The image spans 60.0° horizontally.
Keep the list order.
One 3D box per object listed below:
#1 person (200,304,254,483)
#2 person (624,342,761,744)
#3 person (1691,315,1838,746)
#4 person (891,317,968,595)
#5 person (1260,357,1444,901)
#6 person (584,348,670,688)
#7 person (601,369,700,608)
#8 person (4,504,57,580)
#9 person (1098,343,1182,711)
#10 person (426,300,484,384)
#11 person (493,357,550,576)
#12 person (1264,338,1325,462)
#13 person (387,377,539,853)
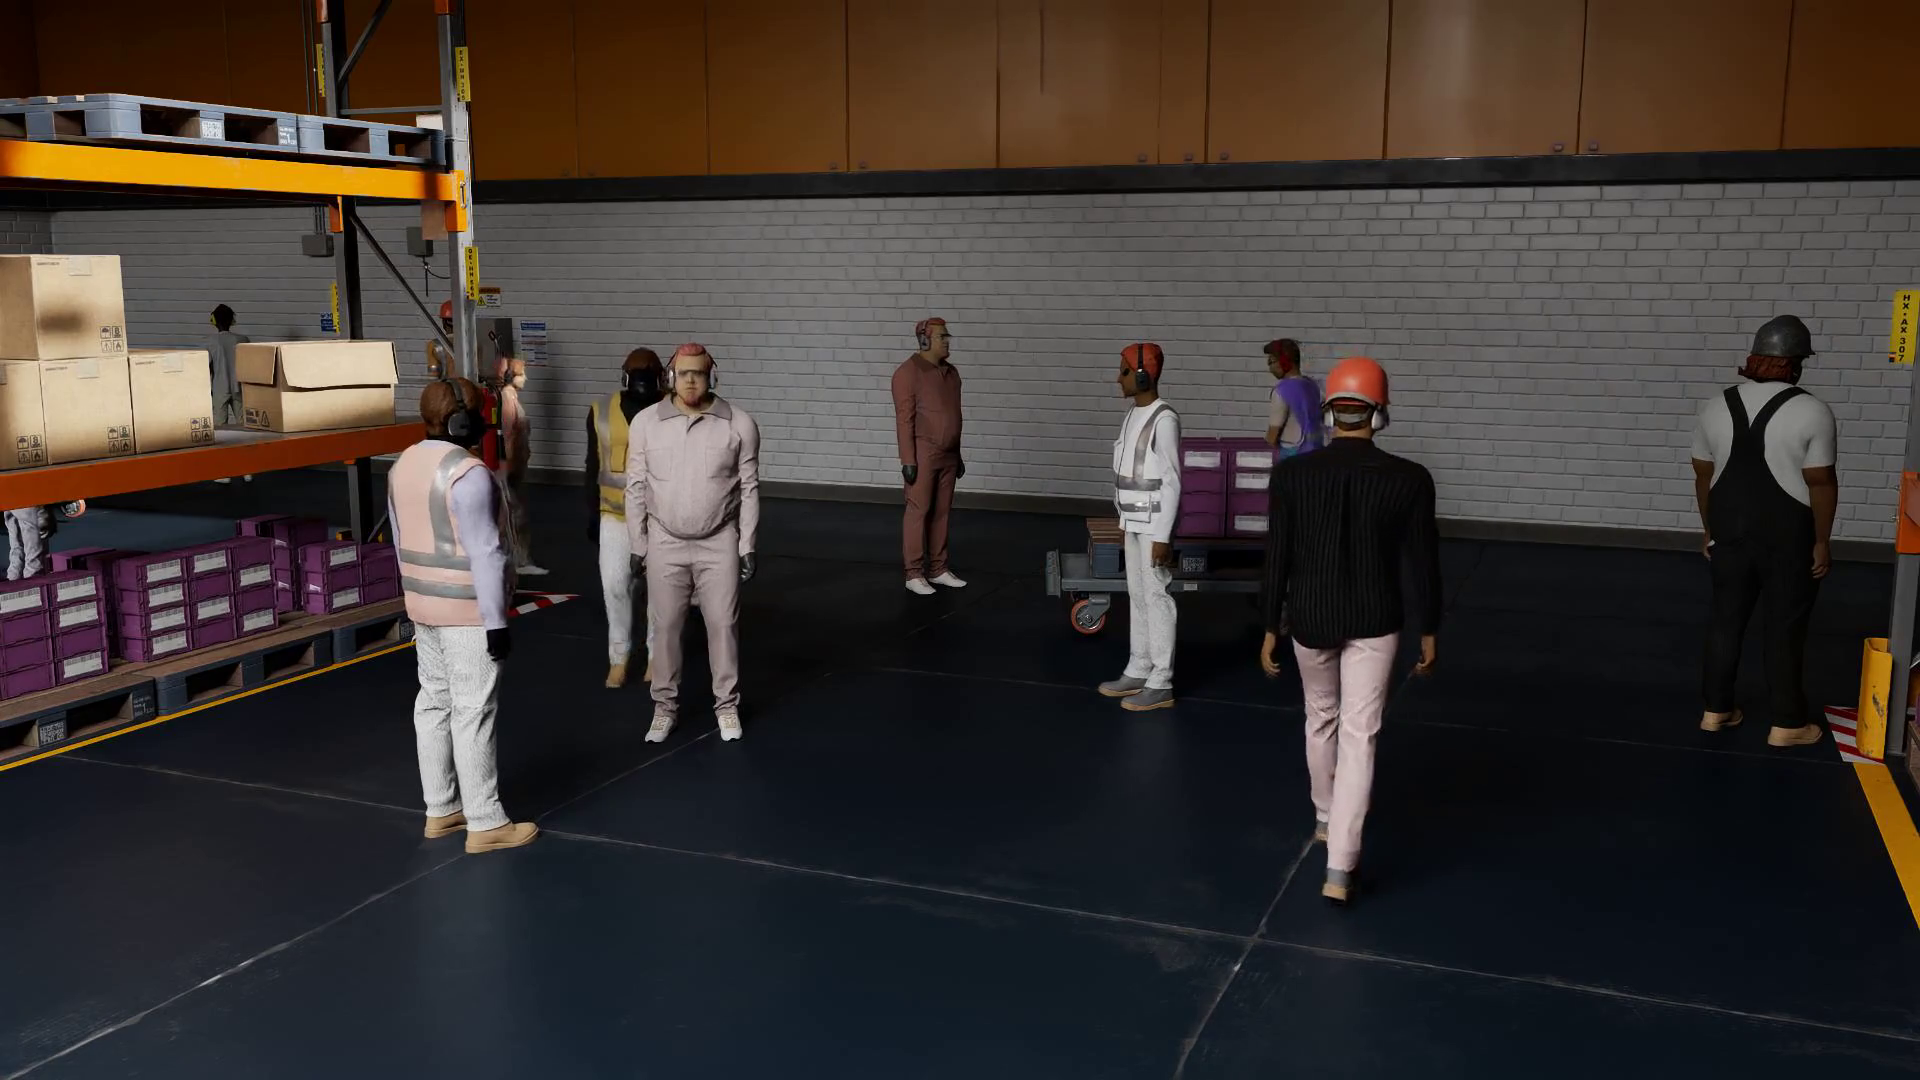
[{"bbox_3d":[-7.663,-1.527,17.416,0.524,1.871,0.325,-8,12,-39],"label":"person"},{"bbox_3d":[-1.268,0.019,7.924,0.643,1.912,0.410,-1,9,-5],"label":"person"},{"bbox_3d":[3.886,-0.054,7.971,0.536,2.000,0.676,-7,11,-35],"label":"person"},{"bbox_3d":[-0.182,-0.586,11.588,0.408,1.913,0.642,7,12,36],"label":"person"},{"bbox_3d":[1.444,0.299,6.154,0.649,1.944,1.039,4,10,21],"label":"person"},{"bbox_3d":[-1.696,-0.109,8.928,0.662,1.828,0.617,-1,9,-4],"label":"person"},{"bbox_3d":[-2.036,-0.351,11.103,0.838,1.597,0.539,6,11,34],"label":"person"},{"bbox_3d":[-5.268,-0.206,9.411,0.517,1.871,0.325,7,12,38],"label":"person"},{"bbox_3d":[0.951,-0.069,8.537,0.362,1.883,0.575,-2,10,-13],"label":"person"},{"bbox_3d":[-4.855,-1.331,16.022,0.545,1.938,0.355,-7,12,-36],"label":"person"},{"bbox_3d":[-3.318,-0.514,12.043,0.554,1.620,0.518,-3,10,-19],"label":"person"},{"bbox_3d":[2.341,-0.476,11.310,0.897,1.798,0.571,6,11,31],"label":"person"},{"bbox_3d":[-1.942,0.288,6.497,0.619,1.845,0.430,9,13,42],"label":"person"}]
